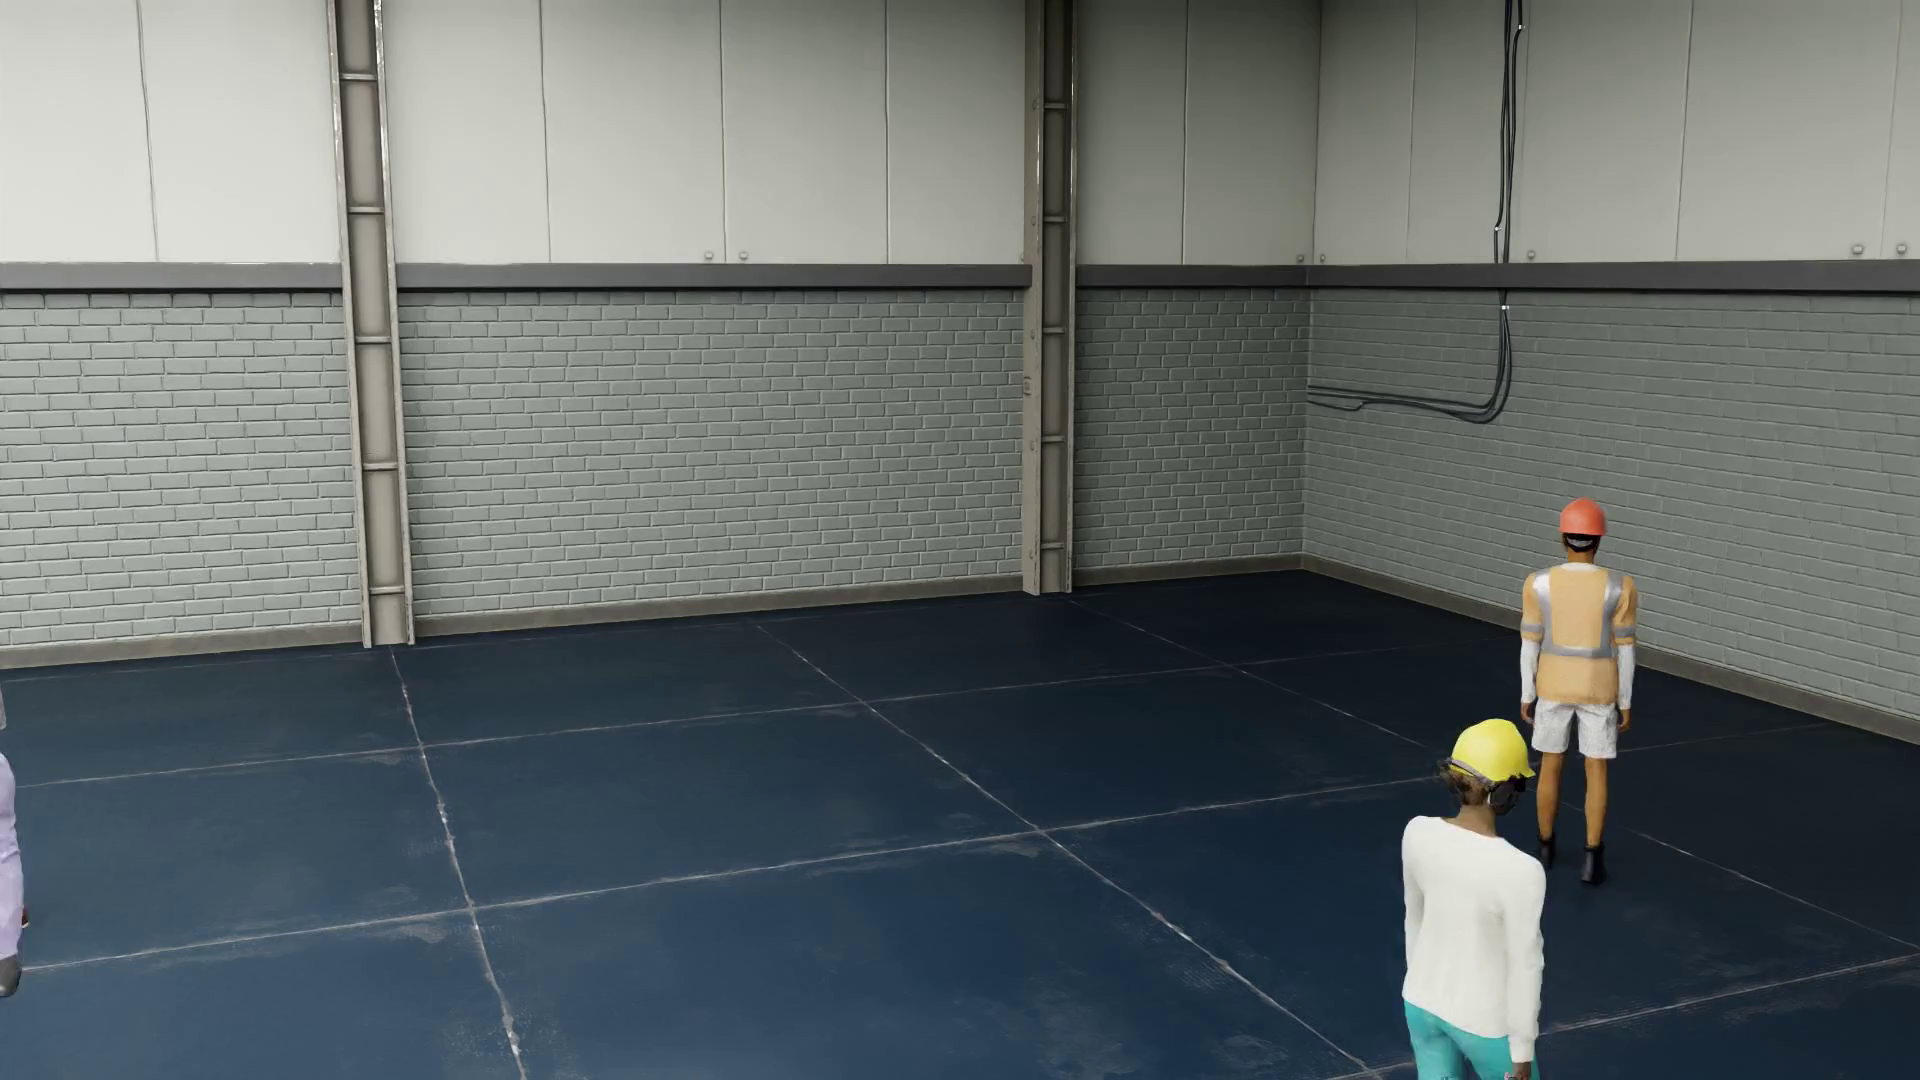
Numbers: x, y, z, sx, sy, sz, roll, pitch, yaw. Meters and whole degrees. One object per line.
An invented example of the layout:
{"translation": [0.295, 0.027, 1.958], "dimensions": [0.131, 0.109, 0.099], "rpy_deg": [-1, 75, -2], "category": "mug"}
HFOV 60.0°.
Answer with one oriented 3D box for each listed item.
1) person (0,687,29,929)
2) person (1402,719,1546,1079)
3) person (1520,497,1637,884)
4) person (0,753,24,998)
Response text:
{"translation": [-4.548, 0.905, 7.610], "dimensions": [0.510, 1.863, 0.312], "rpy_deg": [7, 12, 38], "category": "person"}
{"translation": [1.519, 1.386, 4.928], "dimensions": [0.358, 1.755, 0.525], "rpy_deg": [-6, 11, -34], "category": "person"}
{"translation": [3.103, 0.748, 8.380], "dimensions": [0.545, 1.944, 0.381], "rpy_deg": [4, 10, 25], "category": "person"}
{"translation": [-3.364, 1.268, 5.318], "dimensions": [0.676, 1.861, 0.556], "rpy_deg": [-5, 10, -27], "category": "person"}
